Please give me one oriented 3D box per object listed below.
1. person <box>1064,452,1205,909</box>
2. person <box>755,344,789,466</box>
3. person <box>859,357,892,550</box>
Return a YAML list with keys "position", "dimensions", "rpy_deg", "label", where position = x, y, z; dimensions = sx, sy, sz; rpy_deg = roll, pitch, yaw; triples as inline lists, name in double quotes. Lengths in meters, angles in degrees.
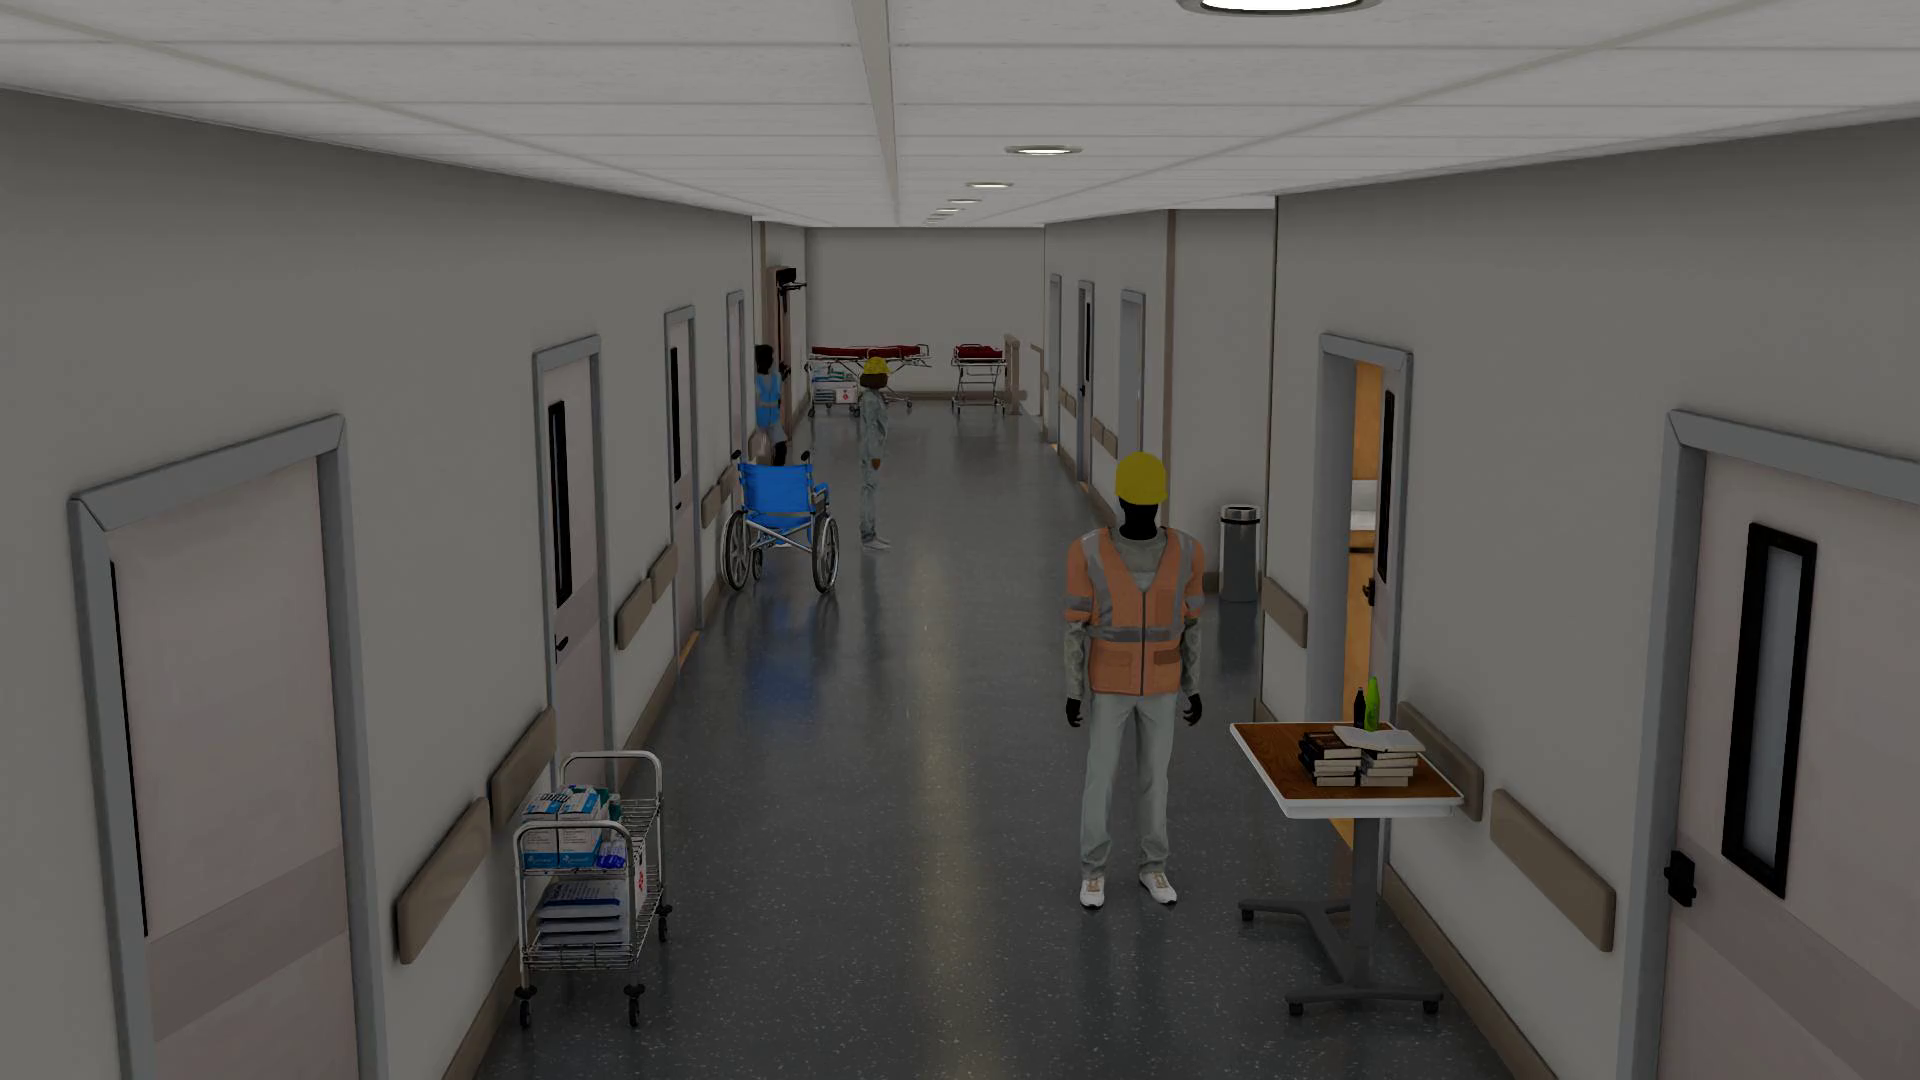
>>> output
- position: [0.730, 0.586, 6.920]
  dimensions: [0.594, 1.922, 0.386]
  rpy_deg: [-1, 10, -7]
  label: "person"
- position: [-2.090, -1.258, 17.860]
  dimensions: [0.539, 1.678, 0.607]
  rpy_deg: [-8, 13, -38]
  label: "person"
- position: [-0.765, -0.788, 15.074]
  dimensions: [0.302, 1.745, 0.483]
  rpy_deg: [0, 10, -3]
  label: "person"
